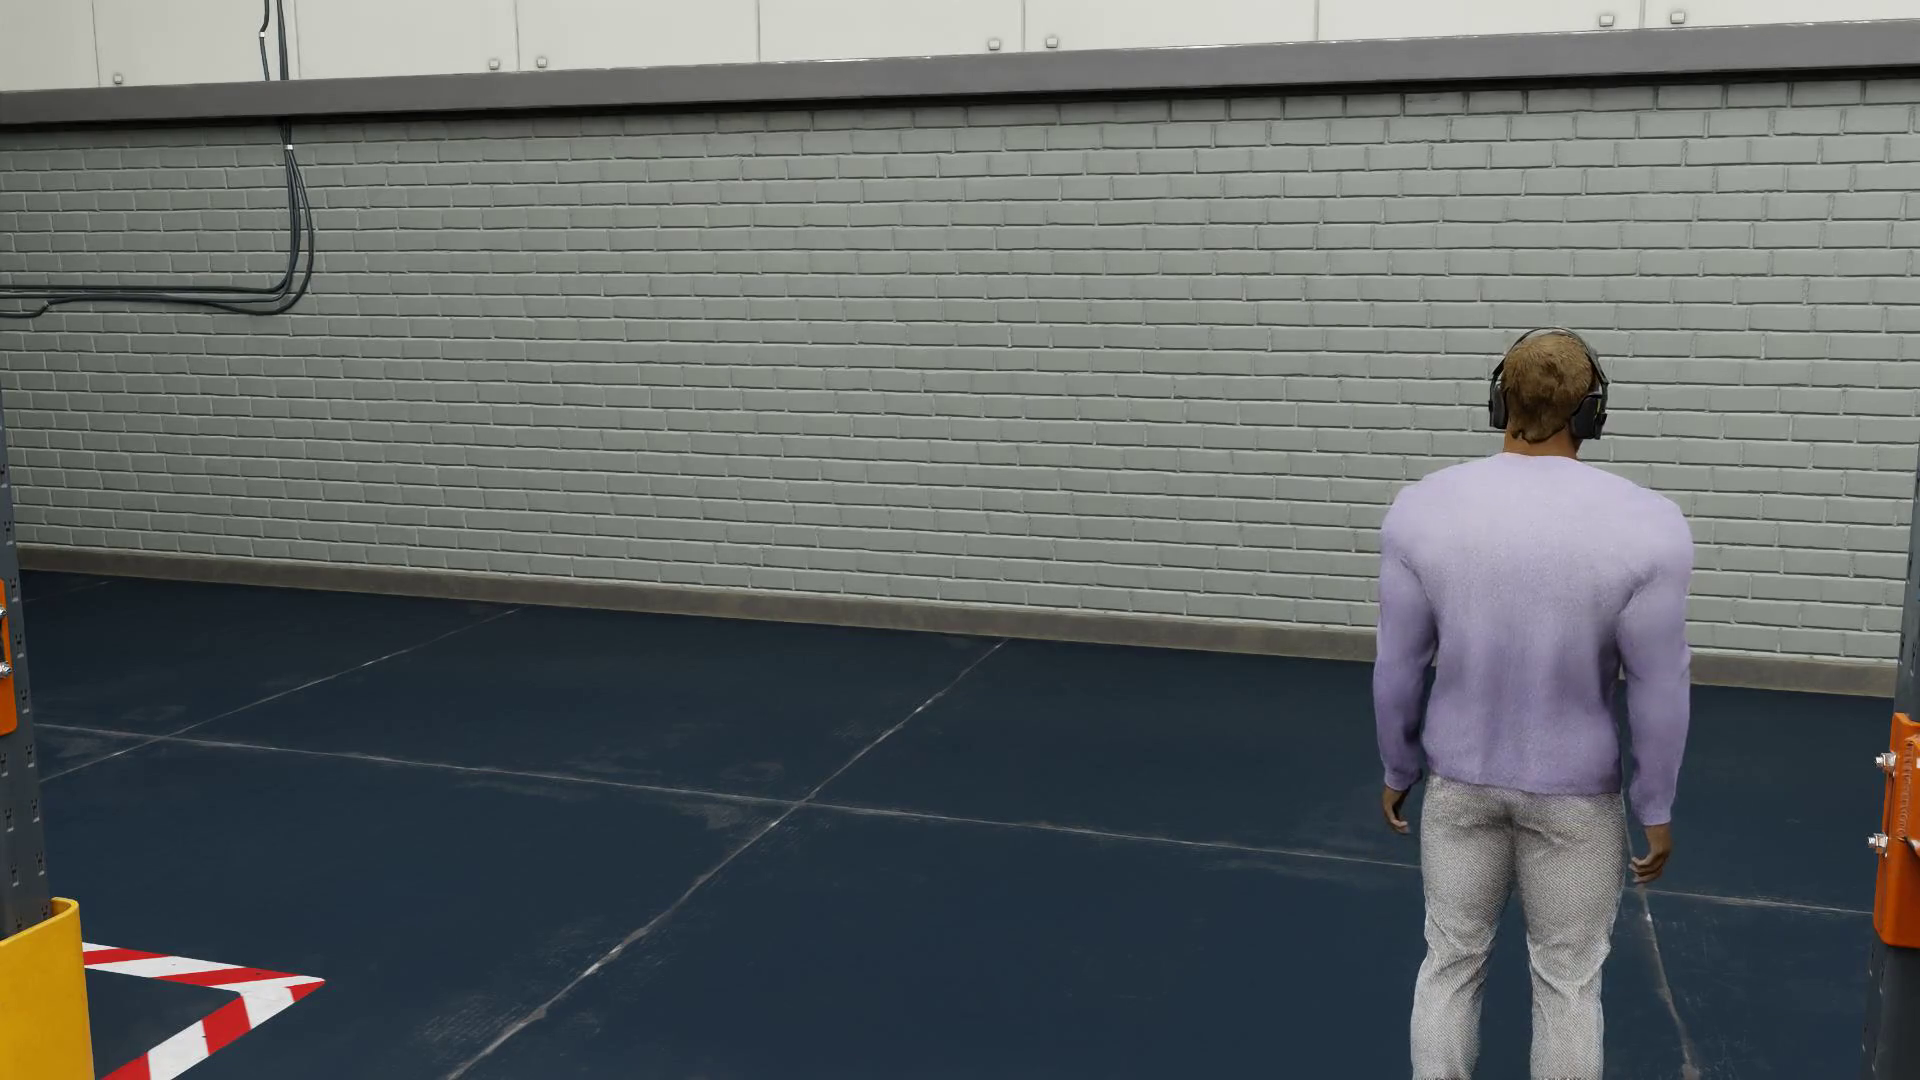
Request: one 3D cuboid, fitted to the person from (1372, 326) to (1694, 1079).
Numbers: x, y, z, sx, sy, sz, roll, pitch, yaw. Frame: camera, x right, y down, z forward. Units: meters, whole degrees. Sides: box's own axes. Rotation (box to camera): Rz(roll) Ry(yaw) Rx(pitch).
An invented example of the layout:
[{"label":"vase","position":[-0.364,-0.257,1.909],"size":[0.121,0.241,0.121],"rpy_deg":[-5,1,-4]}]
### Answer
[{"label":"person","position":[1.195,0.521,3.538],"size":[0.635,1.937,0.354],"rpy_deg":[6,11,30]}]
